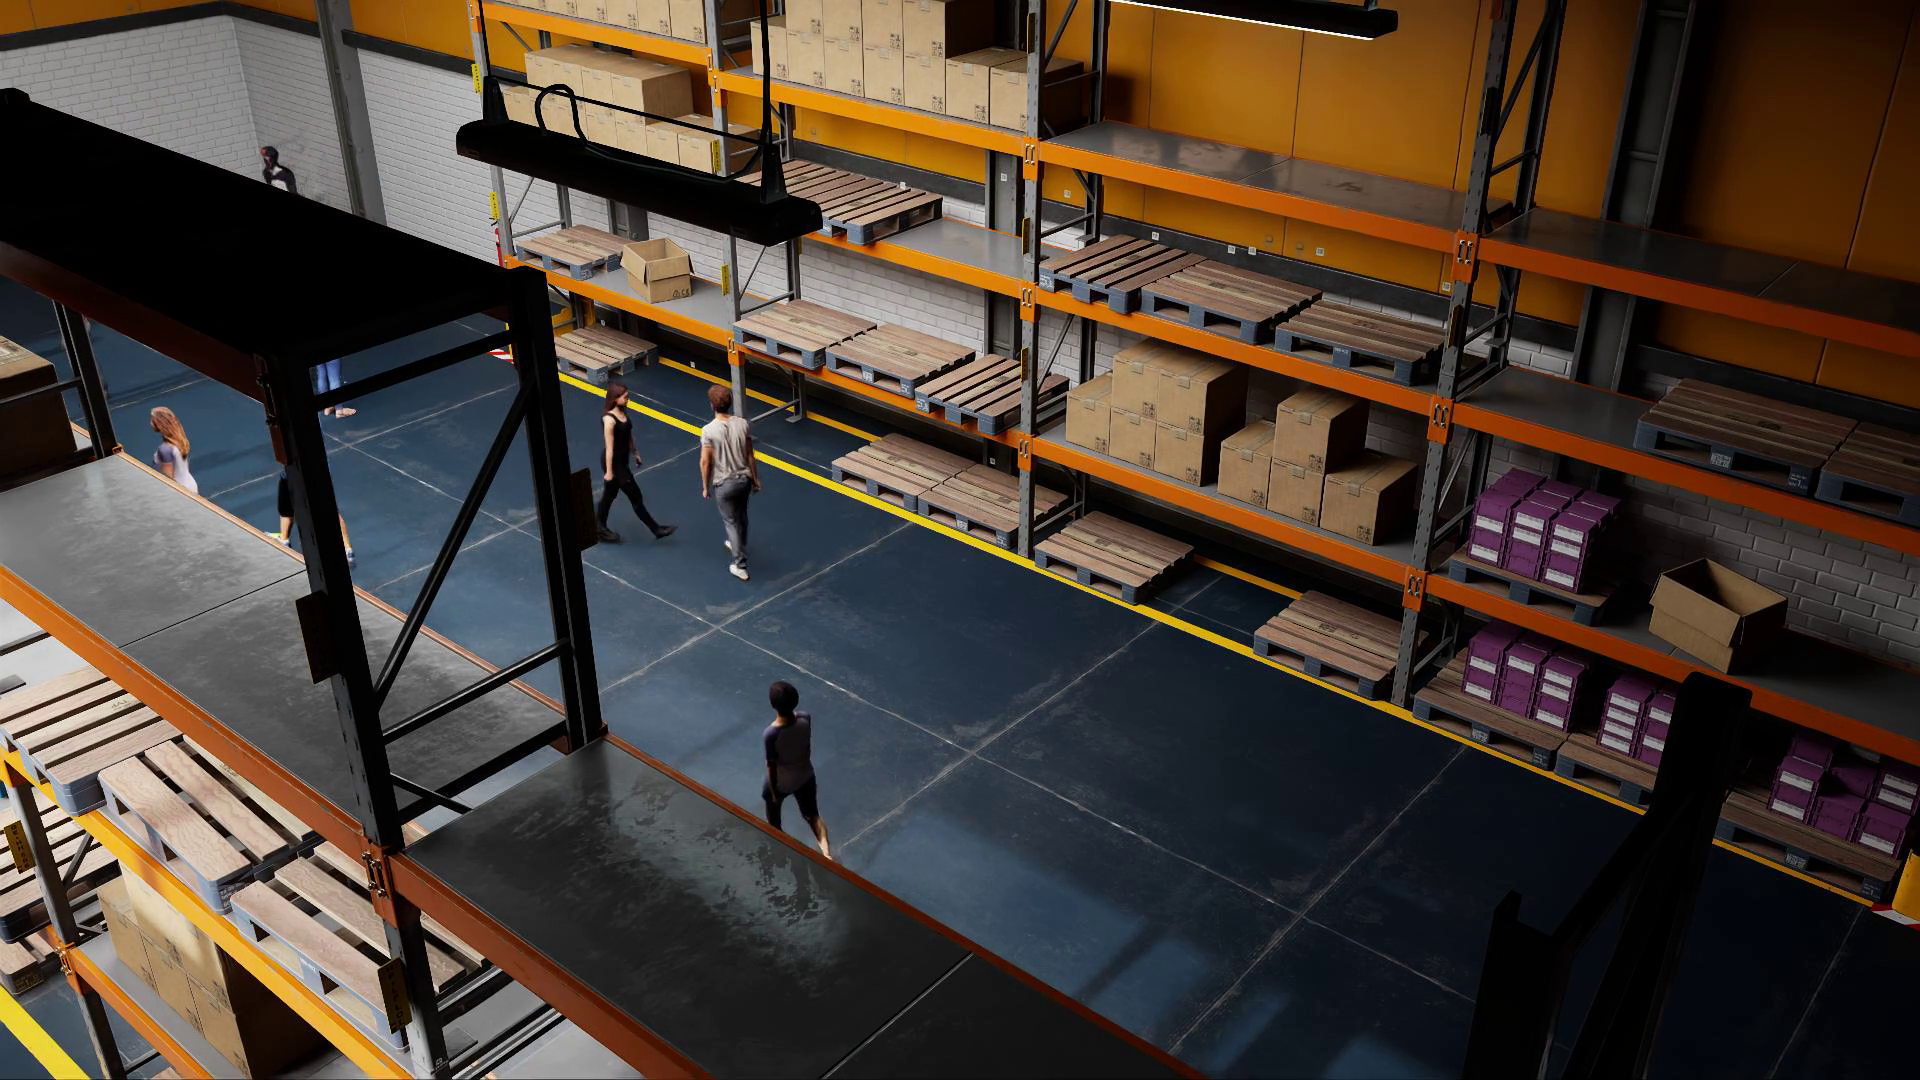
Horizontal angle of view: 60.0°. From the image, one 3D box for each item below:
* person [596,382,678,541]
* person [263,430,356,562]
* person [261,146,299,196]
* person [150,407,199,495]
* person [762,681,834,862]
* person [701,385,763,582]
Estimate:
[{"bbox_3d":[-3.411,-0.731,16.157,1.161,1.647,1.008,3,29,5],"label":"person"},{"bbox_3d":[-6.136,-0.576,15.713,1.334,1.801,0.918,13,31,22],"label":"person"},{"bbox_3d":[-9.210,-4.537,22.937,1.255,1.837,1.077,9,30,16],"label":"person"},{"bbox_3d":[-7.201,-0.429,15.537,0.938,1.712,0.881,-3,29,-5],"label":"person"},{"bbox_3d":[-1.159,1.702,11.813,0.740,1.536,1.046,-18,33,-29],"label":"person"},{"bbox_3d":[-2.096,-0.504,15.514,0.831,1.865,0.979,-18,33,-29],"label":"person"}]
